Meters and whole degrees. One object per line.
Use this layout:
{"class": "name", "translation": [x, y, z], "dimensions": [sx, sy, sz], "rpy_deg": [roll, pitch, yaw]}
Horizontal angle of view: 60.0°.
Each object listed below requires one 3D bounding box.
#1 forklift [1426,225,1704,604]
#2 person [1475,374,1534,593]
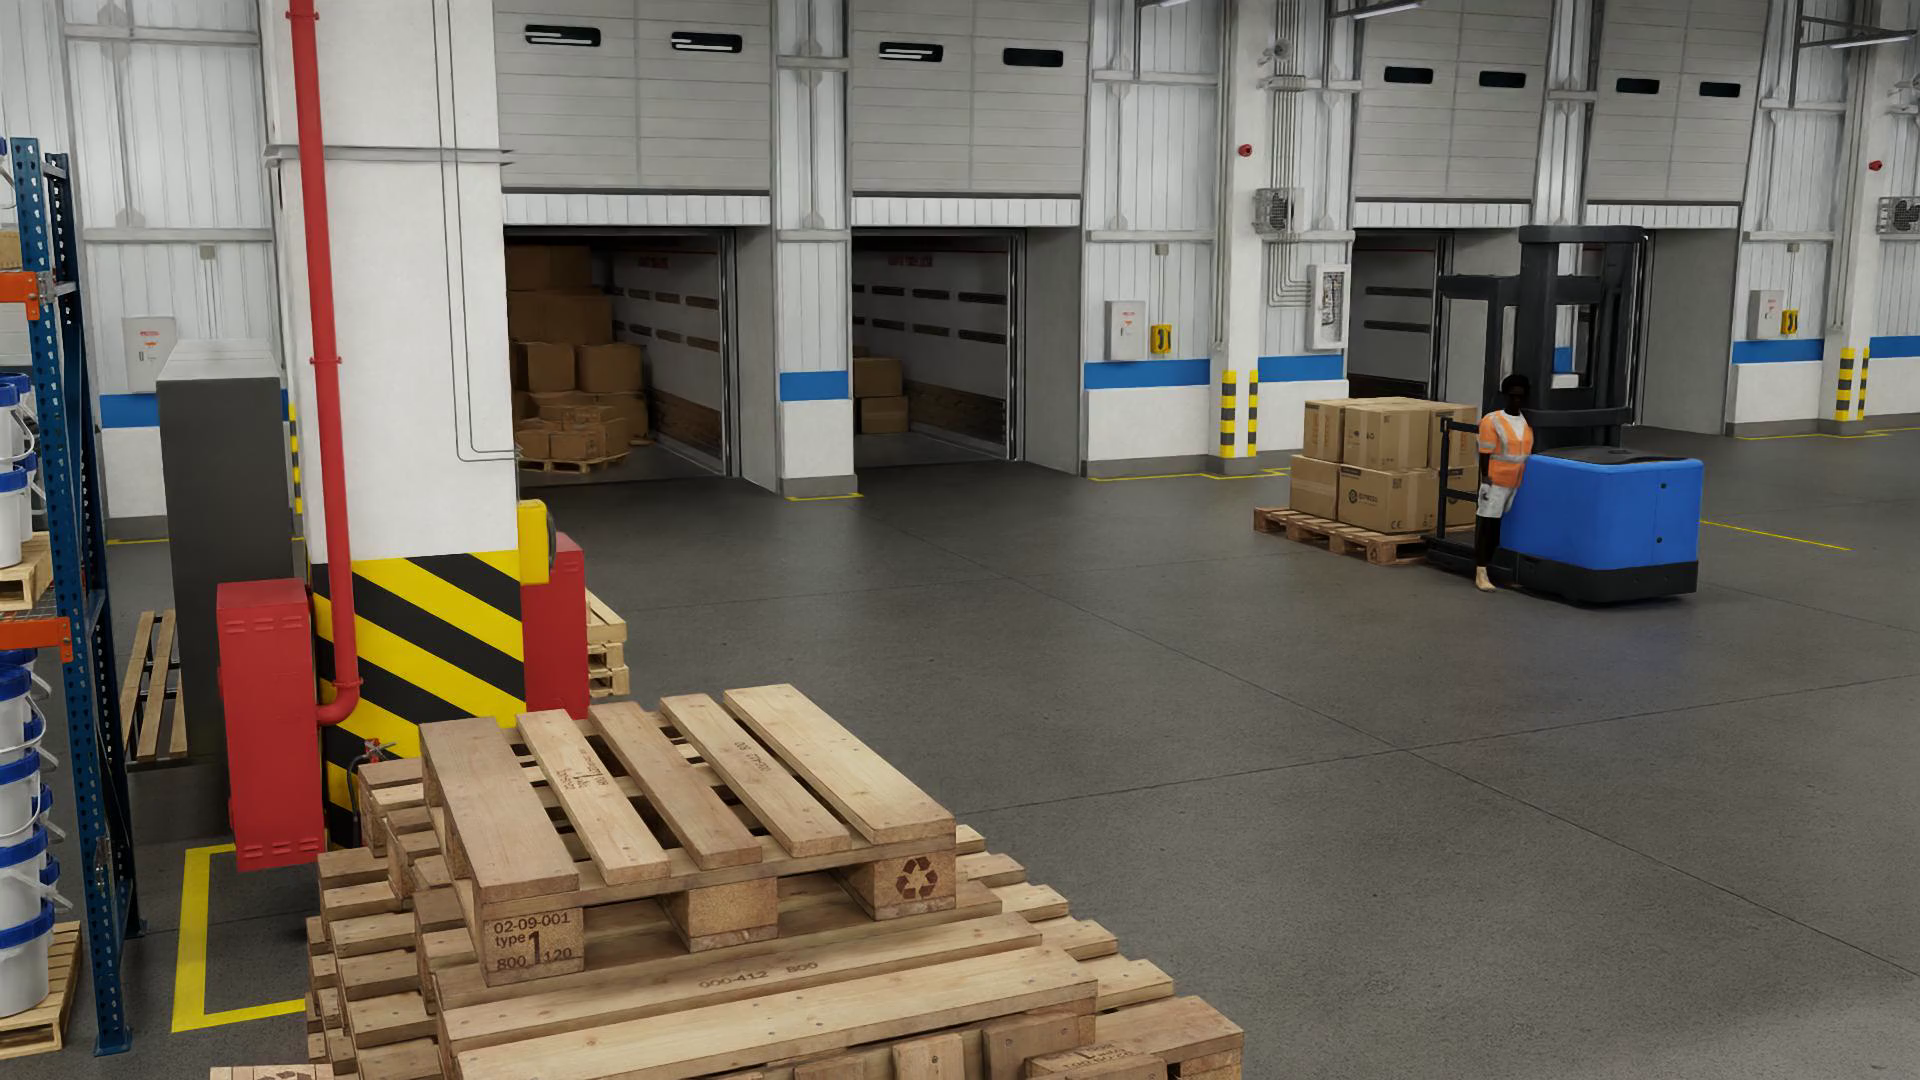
{"class": "forklift", "translation": [4.755, -1.046, 12.953], "dimensions": [1.129, 2.768, 1.873], "rpy_deg": [-4, 11, -23]}
{"class": "person", "translation": [4.236, -0.443, 12.886], "dimensions": [0.533, 1.698, 0.322], "rpy_deg": [-4, 11, -19]}
